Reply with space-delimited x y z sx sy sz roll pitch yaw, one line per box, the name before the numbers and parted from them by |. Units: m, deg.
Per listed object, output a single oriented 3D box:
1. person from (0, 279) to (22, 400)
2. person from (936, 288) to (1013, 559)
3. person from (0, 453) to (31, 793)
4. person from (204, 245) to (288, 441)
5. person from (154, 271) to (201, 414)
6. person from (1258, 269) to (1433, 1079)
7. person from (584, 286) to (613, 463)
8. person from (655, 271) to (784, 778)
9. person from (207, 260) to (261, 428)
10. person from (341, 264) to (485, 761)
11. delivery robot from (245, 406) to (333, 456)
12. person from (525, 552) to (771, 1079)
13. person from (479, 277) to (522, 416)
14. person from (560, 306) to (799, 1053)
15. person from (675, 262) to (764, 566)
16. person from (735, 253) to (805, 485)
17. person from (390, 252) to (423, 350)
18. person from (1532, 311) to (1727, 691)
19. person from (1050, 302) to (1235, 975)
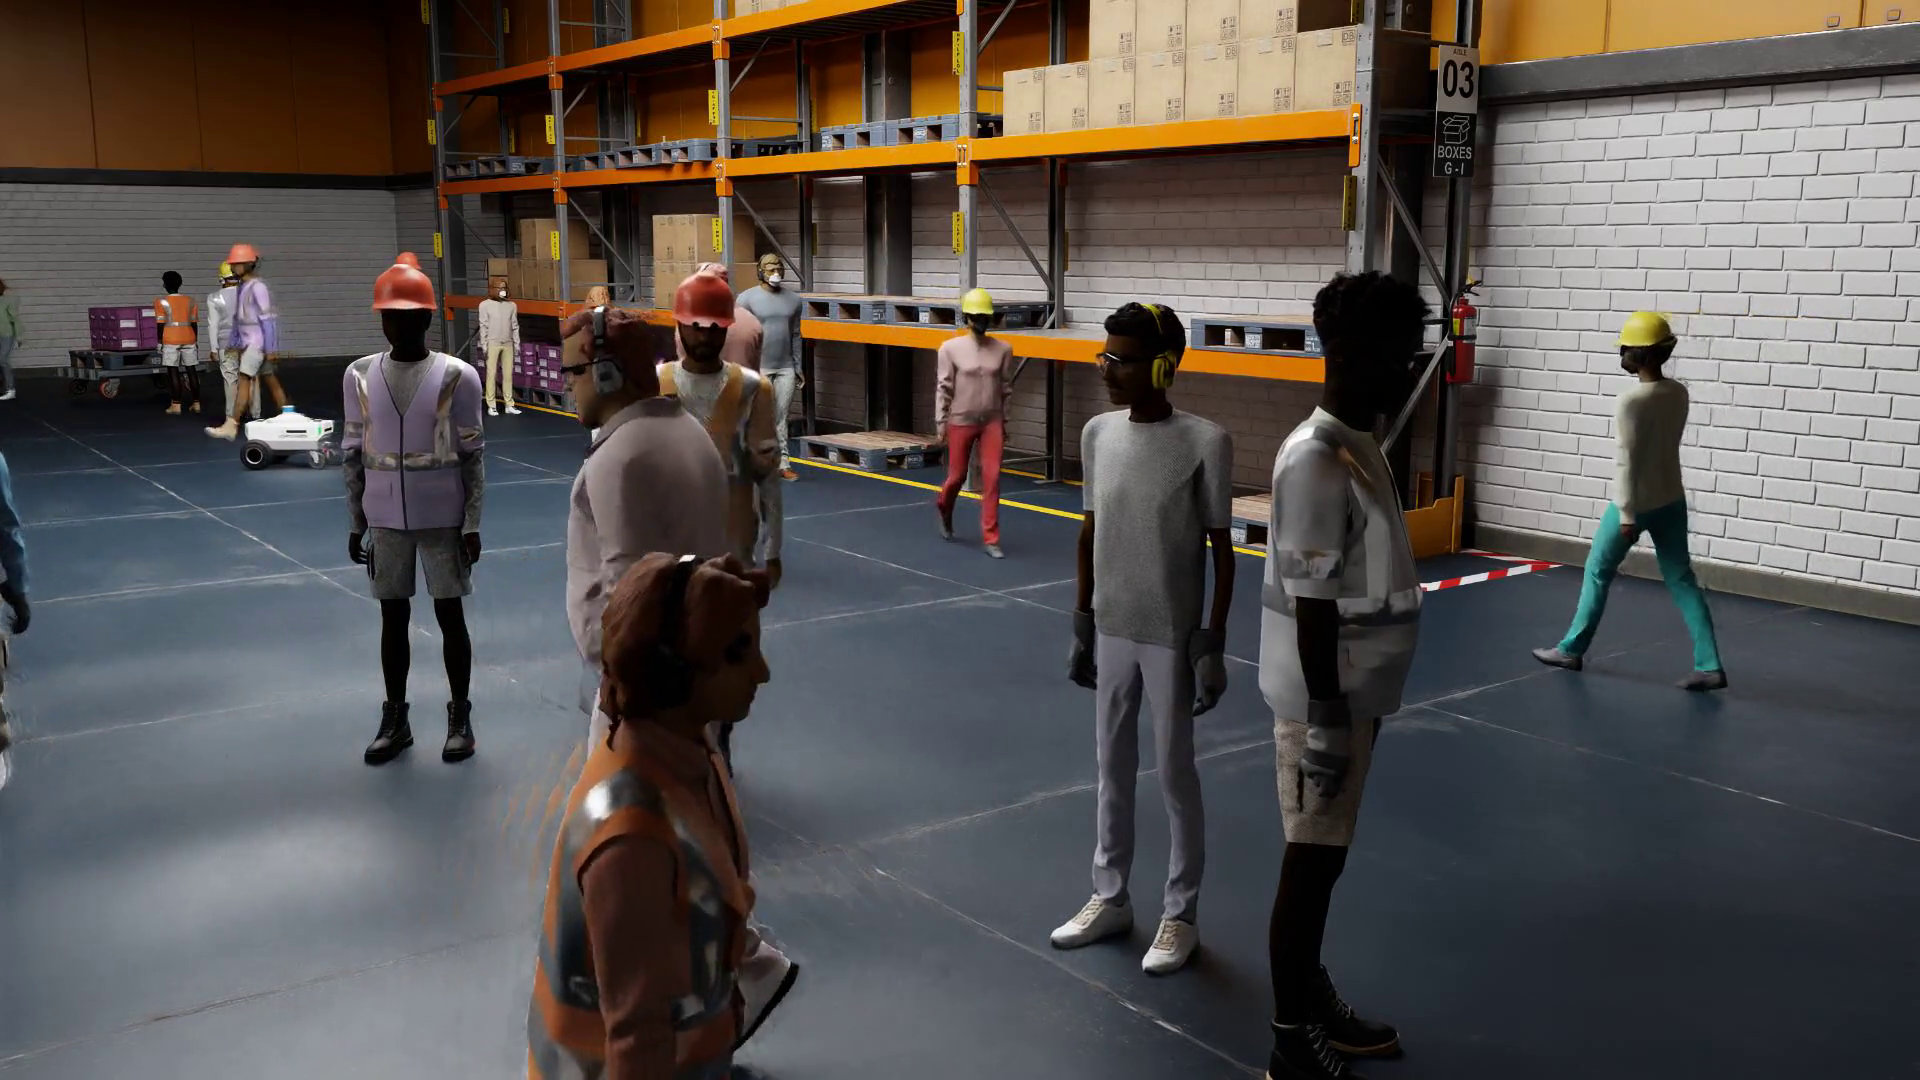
person | -12.389 -2.598 21.418 0.534 1.615 0.472 2 10 13
person | 0.078 -0.777 10.893 0.532 1.746 0.740 -3 11 -18
person | -3.495 0.204 5.721 0.543 1.618 0.503 -5 11 -24
person | -7.384 -2.022 17.137 1.025 1.991 0.626 -7 12 -33
person | -9.296 -2.341 19.761 0.316 1.696 0.541 7 12 34
person | 0.898 0.351 3.940 0.367 1.964 0.603 3 11 18
person | -3.284 -1.507 15.270 0.507 1.633 0.278 -8 13 -38
person | -0.923 -0.008 6.072 0.565 1.913 0.670 -1 10 -6
person | -7.973 -2.151 18.312 0.592 1.837 0.404 -9 14 -43
person | -2.128 -0.094 6.496 0.545 1.942 0.350 0 10 -3
delivery robot | -6.050 -0.969 15.015 0.707 0.478 0.477 0 10 -1
person | -0.449 0.806 2.360 0.401 1.614 0.528 0 10 0
person | -5.422 -2.281 19.633 0.501 1.628 0.277 -9 14 -41
person | -0.707 0.364 4.140 0.533 1.879 0.660 2 10 11
person | -1.513 -0.755 10.295 0.400 1.907 0.650 10 14 43
person | -1.591 -1.443 14.056 0.627 1.940 0.372 -7 12 -35
person | -6.169 -2.251 18.630 0.409 1.928 0.547 3 11 18
person | 3.142 -0.178 7.607 0.527 1.722 0.921 -6 12 -30
person | 0.516 0.276 4.639 0.516 1.865 0.325 9 13 40
